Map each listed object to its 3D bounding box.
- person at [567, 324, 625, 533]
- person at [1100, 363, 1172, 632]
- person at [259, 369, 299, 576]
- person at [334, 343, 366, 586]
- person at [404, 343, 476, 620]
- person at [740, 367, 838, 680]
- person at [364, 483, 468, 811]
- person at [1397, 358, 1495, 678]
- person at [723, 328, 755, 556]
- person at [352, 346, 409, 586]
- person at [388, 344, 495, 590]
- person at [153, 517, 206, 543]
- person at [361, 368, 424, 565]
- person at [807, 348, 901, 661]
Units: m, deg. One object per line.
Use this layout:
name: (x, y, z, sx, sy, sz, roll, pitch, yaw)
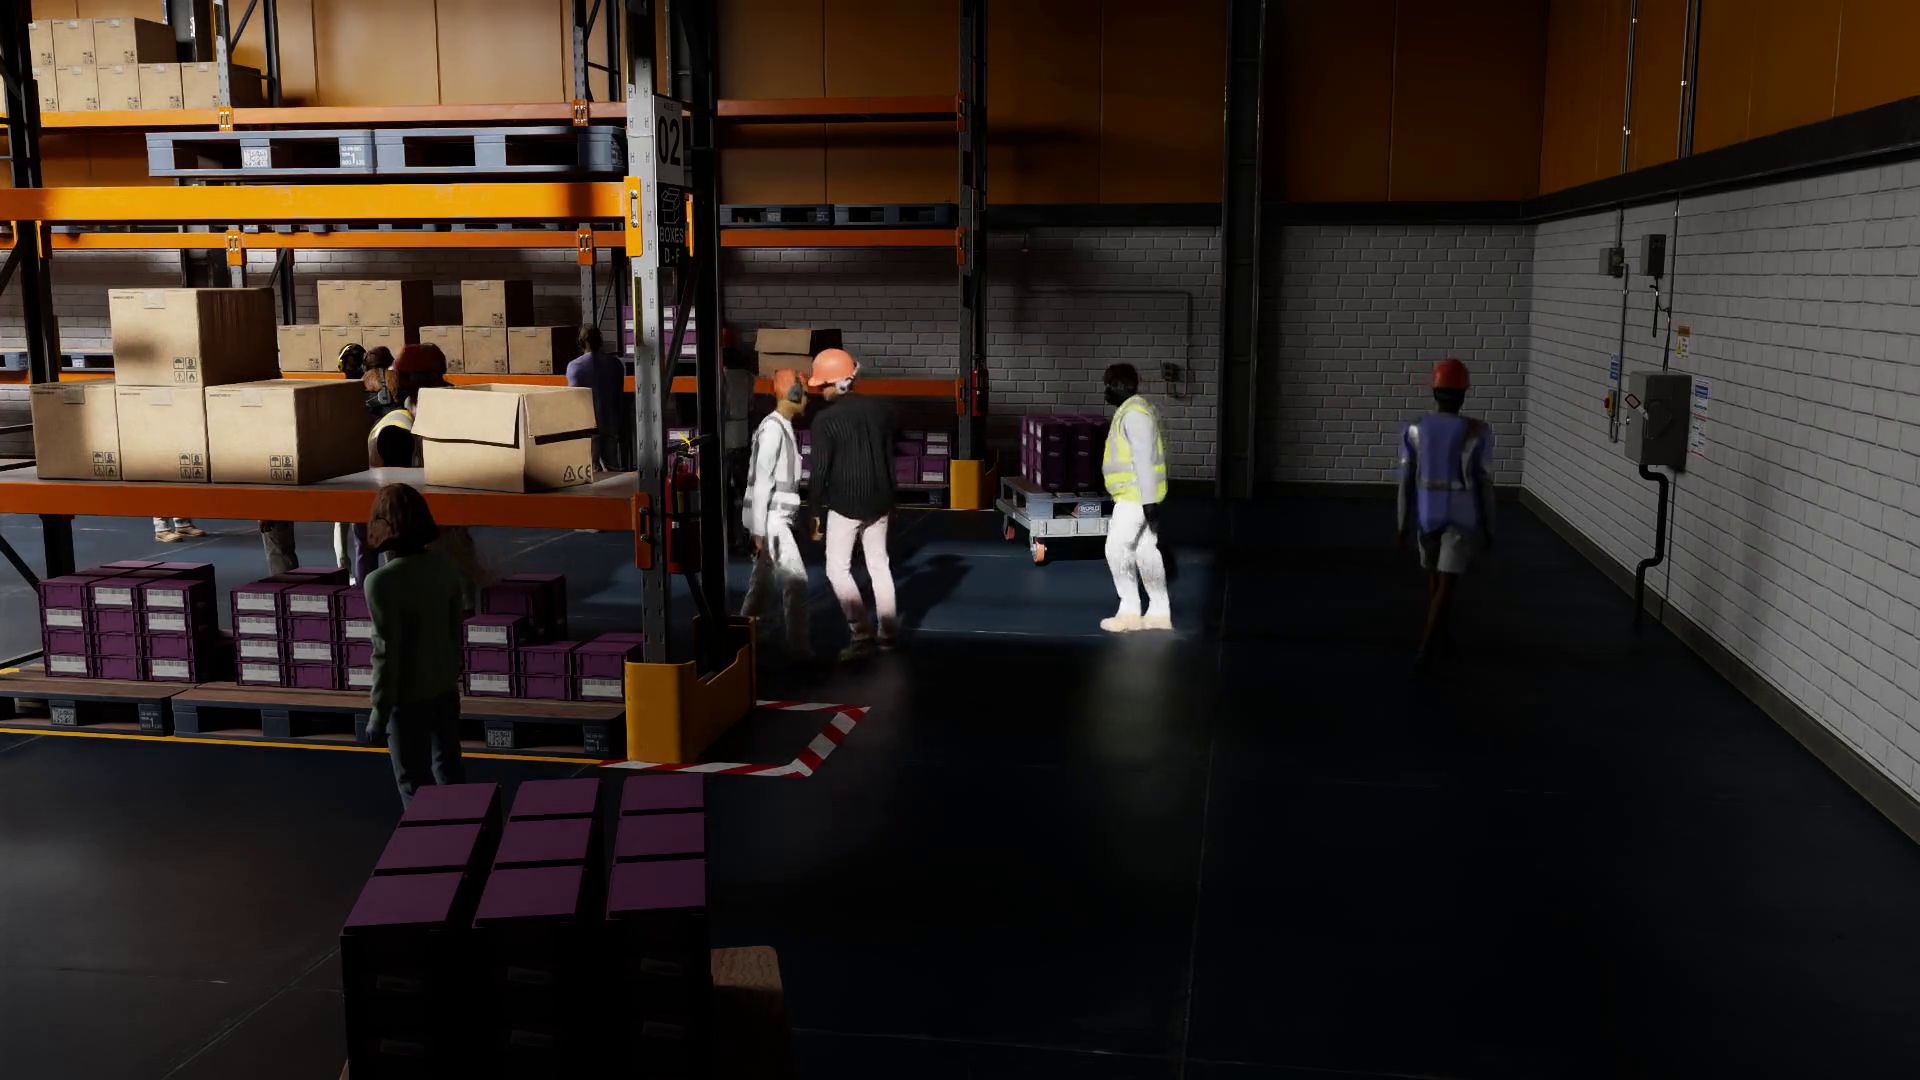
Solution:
person: (-3.377, -1.031, 15.411, 0.371, 1.935, 0.627, 7, 12, 39)
person: (1.188, -0.282, 11.207, 0.575, 1.797, 0.654, 1, 9, 9)
person: (-4.534, -0.261, 10.945, 0.404, 1.833, 0.589, -3, 10, -18)
person: (-4.665, -0.586, 12.873, 0.329, 1.865, 0.509, 7, 11, 36)
person: (-3.516, -0.359, 11.236, 0.371, 1.936, 0.629, 3, 10, 17)
person: (-1.046, -0.095, 9.864, 0.751, 1.845, 0.609, -1, 9, -4)
person: (-2.037, 0.599, 6.230, 0.284, 1.632, 0.502, 3, 10, 19)
person: (2.908, -0.141, 10.020, 0.553, 1.900, 0.988, 6, 11, 33)
person: (-1.987, -0.830, 14.155, 0.373, 1.934, 0.551, 6, 11, 34)
person: (-3.901, -0.355, 11.284, 0.651, 1.913, 0.410, -4, 10, -24)
person: (-3.463, -0.317, 10.938, 1.004, 1.958, 0.610, -2, 9, -12)
person: (-7.067, -0.910, 14.947, 0.430, 1.844, 0.624, 3, 9, 15)
person: (-3.463, -0.133, 10.173, 0.430, 1.835, 0.621, -3, 10, -20)
person: (-0.607, -0.197, 10.263, 0.669, 1.962, 0.609, -7, 12, -39)
